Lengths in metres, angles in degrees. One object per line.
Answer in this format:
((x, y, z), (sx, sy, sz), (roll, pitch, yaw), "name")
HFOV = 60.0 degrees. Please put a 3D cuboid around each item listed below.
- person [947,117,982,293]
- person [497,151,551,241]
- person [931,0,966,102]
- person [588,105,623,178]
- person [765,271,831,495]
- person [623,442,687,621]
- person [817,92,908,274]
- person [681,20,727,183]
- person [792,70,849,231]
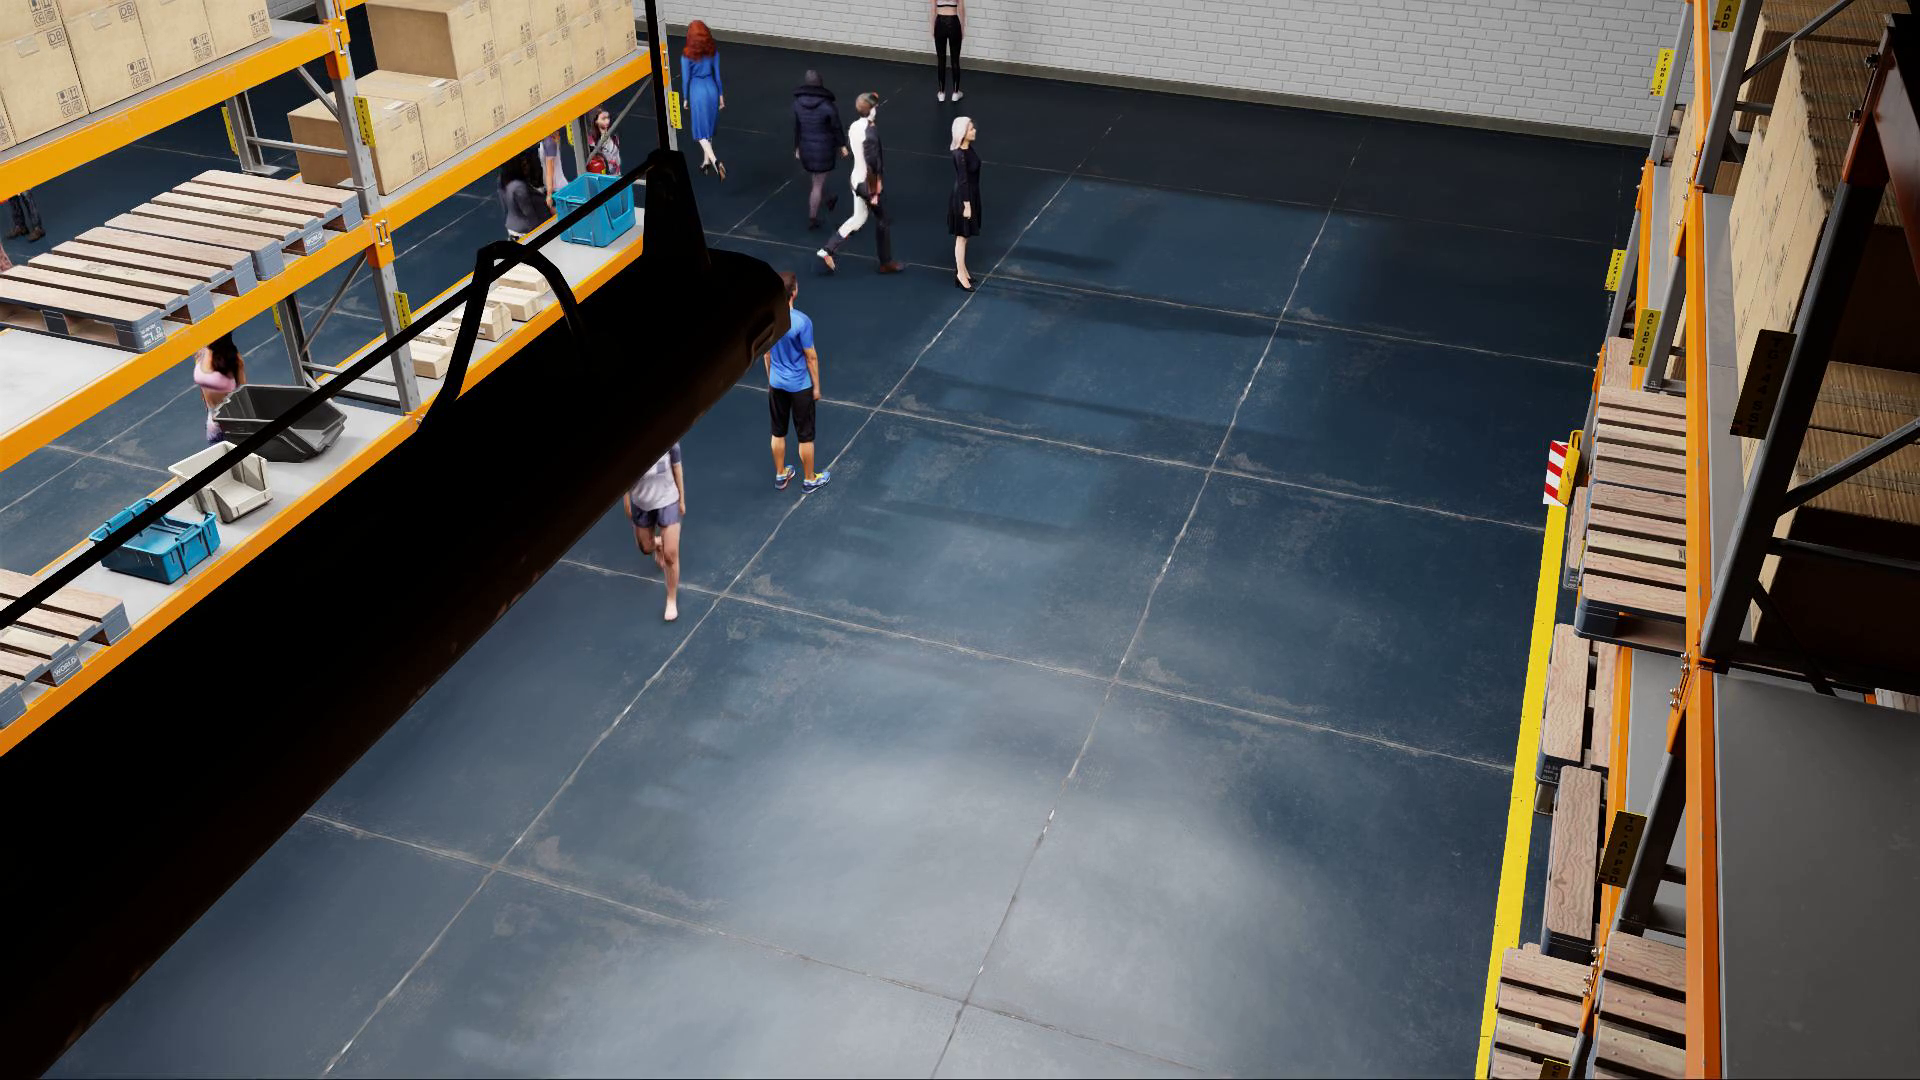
((0.053, -3.311, 16.338), (0.717, 1.747, 0.589), (2, 34, 4), "person")
((-4.238, -2.967, 15.966), (0.847, 1.586, 0.810), (-21, 39, -28), "person")
((-0.157, -6.441, 21.046), (0.635, 1.747, 0.597), (4, 34, 5), "person")
((-3.689, -3.687, 17.036), (0.761, 1.600, 0.650), (27, 42, 34), "person")
((-1.338, -1.233, 13.102), (0.613, 1.869, 0.560), (13, 36, 19), "person")
((-2.153, -0.293, 11.852), (0.833, 1.687, 1.037), (-2, 34, -3), "person")
((-1.014, -3.488, 16.501), (1.194, 1.862, 1.169), (-12, 36, -18), "person")
((-2.840, -4.844, 18.593), (1.068, 1.805, 1.072), (-18, 38, -25), "person")
((-1.559, -4.088, 17.615), (0.757, 1.628, 1.038), (17, 37, 24), "person")
